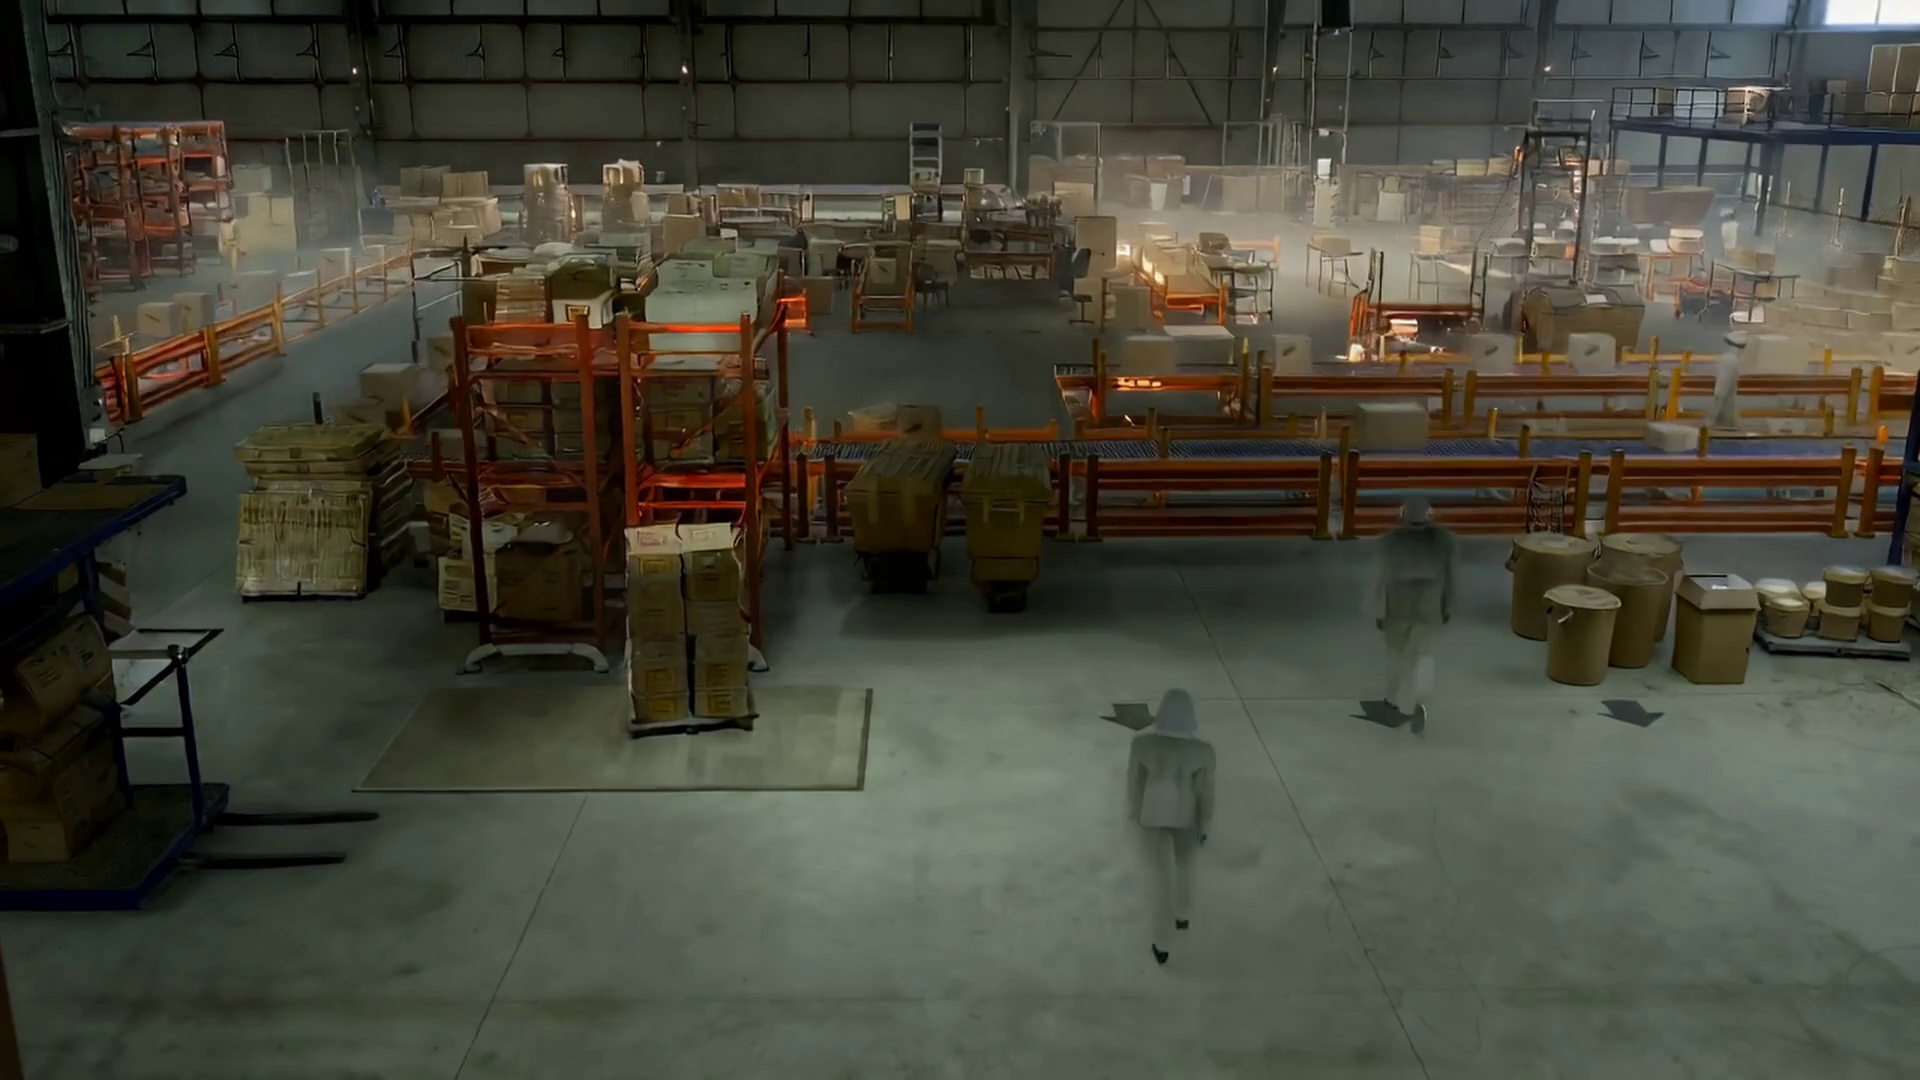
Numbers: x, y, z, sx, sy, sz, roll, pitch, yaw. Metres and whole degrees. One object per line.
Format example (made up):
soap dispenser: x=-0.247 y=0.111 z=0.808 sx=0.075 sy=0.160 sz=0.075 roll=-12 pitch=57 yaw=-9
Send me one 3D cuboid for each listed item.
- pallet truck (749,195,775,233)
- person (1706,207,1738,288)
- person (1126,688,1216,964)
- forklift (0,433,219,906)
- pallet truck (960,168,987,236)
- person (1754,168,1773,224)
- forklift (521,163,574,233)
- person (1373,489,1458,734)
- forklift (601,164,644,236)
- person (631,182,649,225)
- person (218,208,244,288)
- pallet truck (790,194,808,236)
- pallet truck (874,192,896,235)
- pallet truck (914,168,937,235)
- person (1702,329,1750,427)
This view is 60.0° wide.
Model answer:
pallet truck: x=-6.051 y=-9.967 z=50.660 sx=0.680 sy=1.201 sz=1.601 roll=0 pitch=16 yaw=-1
person: x=17.097 y=-6.422 z=37.043 sx=0.619 sy=1.977 sz=1.087 roll=-9 pitch=18 yaw=-28
person: x=1.221 y=1.616 z=9.740 sx=0.505 sy=1.602 sz=0.743 roll=1 pitch=16 yaw=4
forklift: x=-5.952 y=0.780 z=10.366 sx=1.873 sy=2.768 sz=1.129 roll=0 pitch=16 yaw=-1
pallet truck: x=0.383 y=-10.230 z=50.206 sx=0.823 sy=1.965 sz=1.885 roll=-1 pitch=16 yaw=-3
person: x=25.740 y=-11.045 z=53.241 sx=0.574 sy=1.885 sz=0.356 roll=-8 pitch=18 yaw=-25
forklift: x=-12.233 y=-10.122 z=49.298 sx=1.157 sy=1.987 sz=2.680 roll=0 pitch=16 yaw=-1
person: x=3.546 y=0.538 z=13.007 sx=0.639 sy=1.875 sz=0.872 roll=3 pitch=16 yaw=10
forklift: x=-9.948 y=-10.127 z=49.296 sx=1.157 sy=1.987 sz=2.680 roll=-1 pitch=16 yaw=-3
person: x=-8.746 y=-8.822 z=45.505 sx=0.548 sy=1.886 sz=0.661 roll=-14 pitch=21 yaw=-39
person: x=-16.866 y=-6.790 z=38.575 sx=0.602 sy=1.816 sz=0.682 roll=1 pitch=16 yaw=5
pallet truck: x=-4.814 y=-9.883 z=50.259 sx=0.704 sy=1.261 sz=1.522 roll=-1 pitch=16 yaw=-3
pallet truck: x=-2.277 y=-9.986 z=50.594 sx=0.653 sy=1.274 sz=1.630 roll=0 pitch=16 yaw=-1
pallet truck: x=-0.989 y=-10.316 z=50.507 sx=0.823 sy=1.965 sz=1.885 roll=1 pitch=16 yaw=3
person: x=10.096 y=-1.890 z=21.702 sx=0.901 sy=1.723 sz=0.545 roll=2 pitch=16 yaw=8
